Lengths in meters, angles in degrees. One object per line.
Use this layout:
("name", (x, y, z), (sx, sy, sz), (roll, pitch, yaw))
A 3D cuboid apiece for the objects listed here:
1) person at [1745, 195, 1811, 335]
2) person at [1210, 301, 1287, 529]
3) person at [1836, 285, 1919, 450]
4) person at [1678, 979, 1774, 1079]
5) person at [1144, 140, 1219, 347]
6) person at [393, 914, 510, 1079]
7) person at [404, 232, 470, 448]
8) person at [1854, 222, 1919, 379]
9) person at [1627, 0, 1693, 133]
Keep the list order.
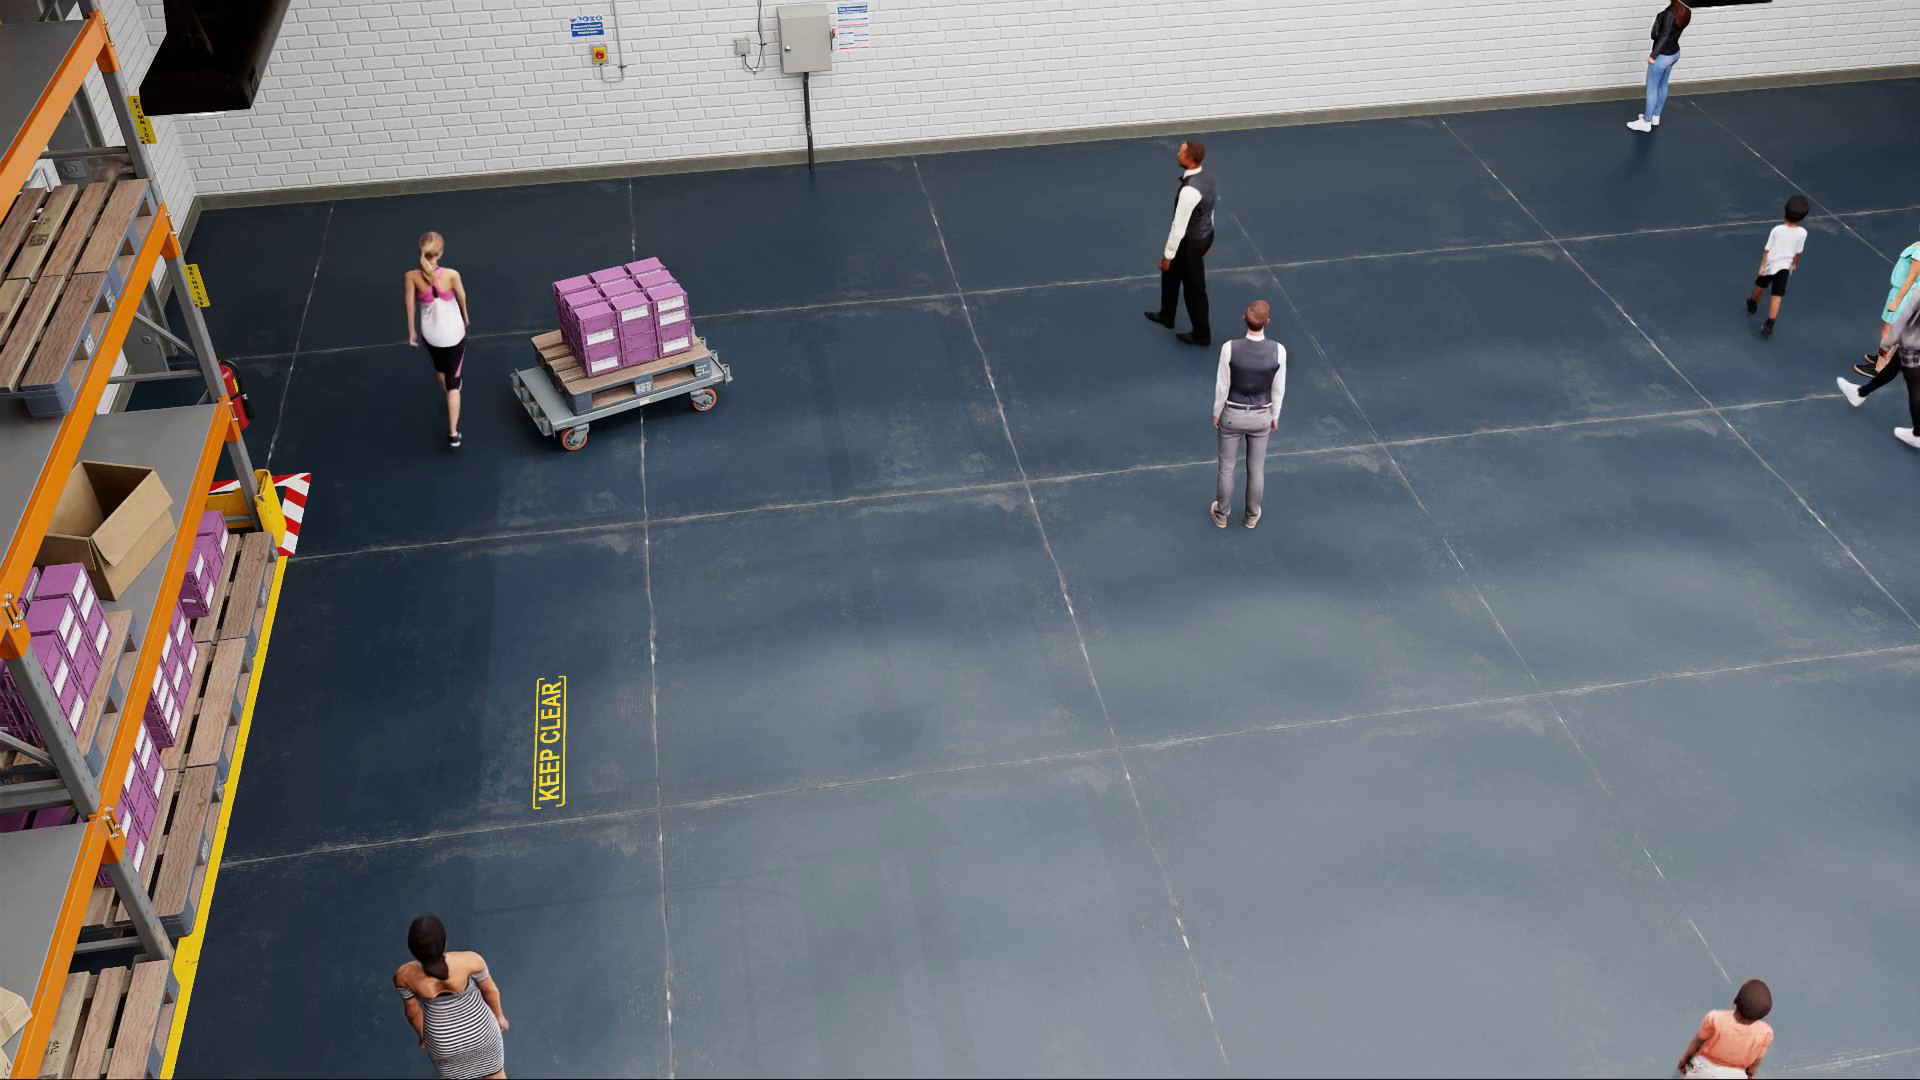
("person", (7.259, -2.416, 14.722), (0.696, 1.239, 0.945), (8, 39, 9))
("person", (2.118, -0.922, 12.292), (0.718, 1.937, 0.667), (4, 39, 5))
("person", (7.683, -1.503, 13.185), (0.876, 1.730, 1.218), (-16, 41, -19))
("person", (3.781, 2.685, 8.289), (0.743, 1.296, 0.894), (14, 41, 17))
("person", (2.086, -2.510, 14.317), (1.082, 1.891, 1.046), (19, 42, 22))
("person", (-2.443, 2.451, 8.161), (0.609, 1.822, 0.557), (-10, 40, -13))
("person", (-4.107, -1.552, 13.247), (0.642, 1.729, 1.102), (-8, 39, -10))
("person", (7.992, -2.084, 14.051), (0.637, 1.558, 0.671), (-31, 48, -32))
("person", (7.593, -5.230, 17.931), (0.723, 1.632, 0.748), (-32, 48, -33))
